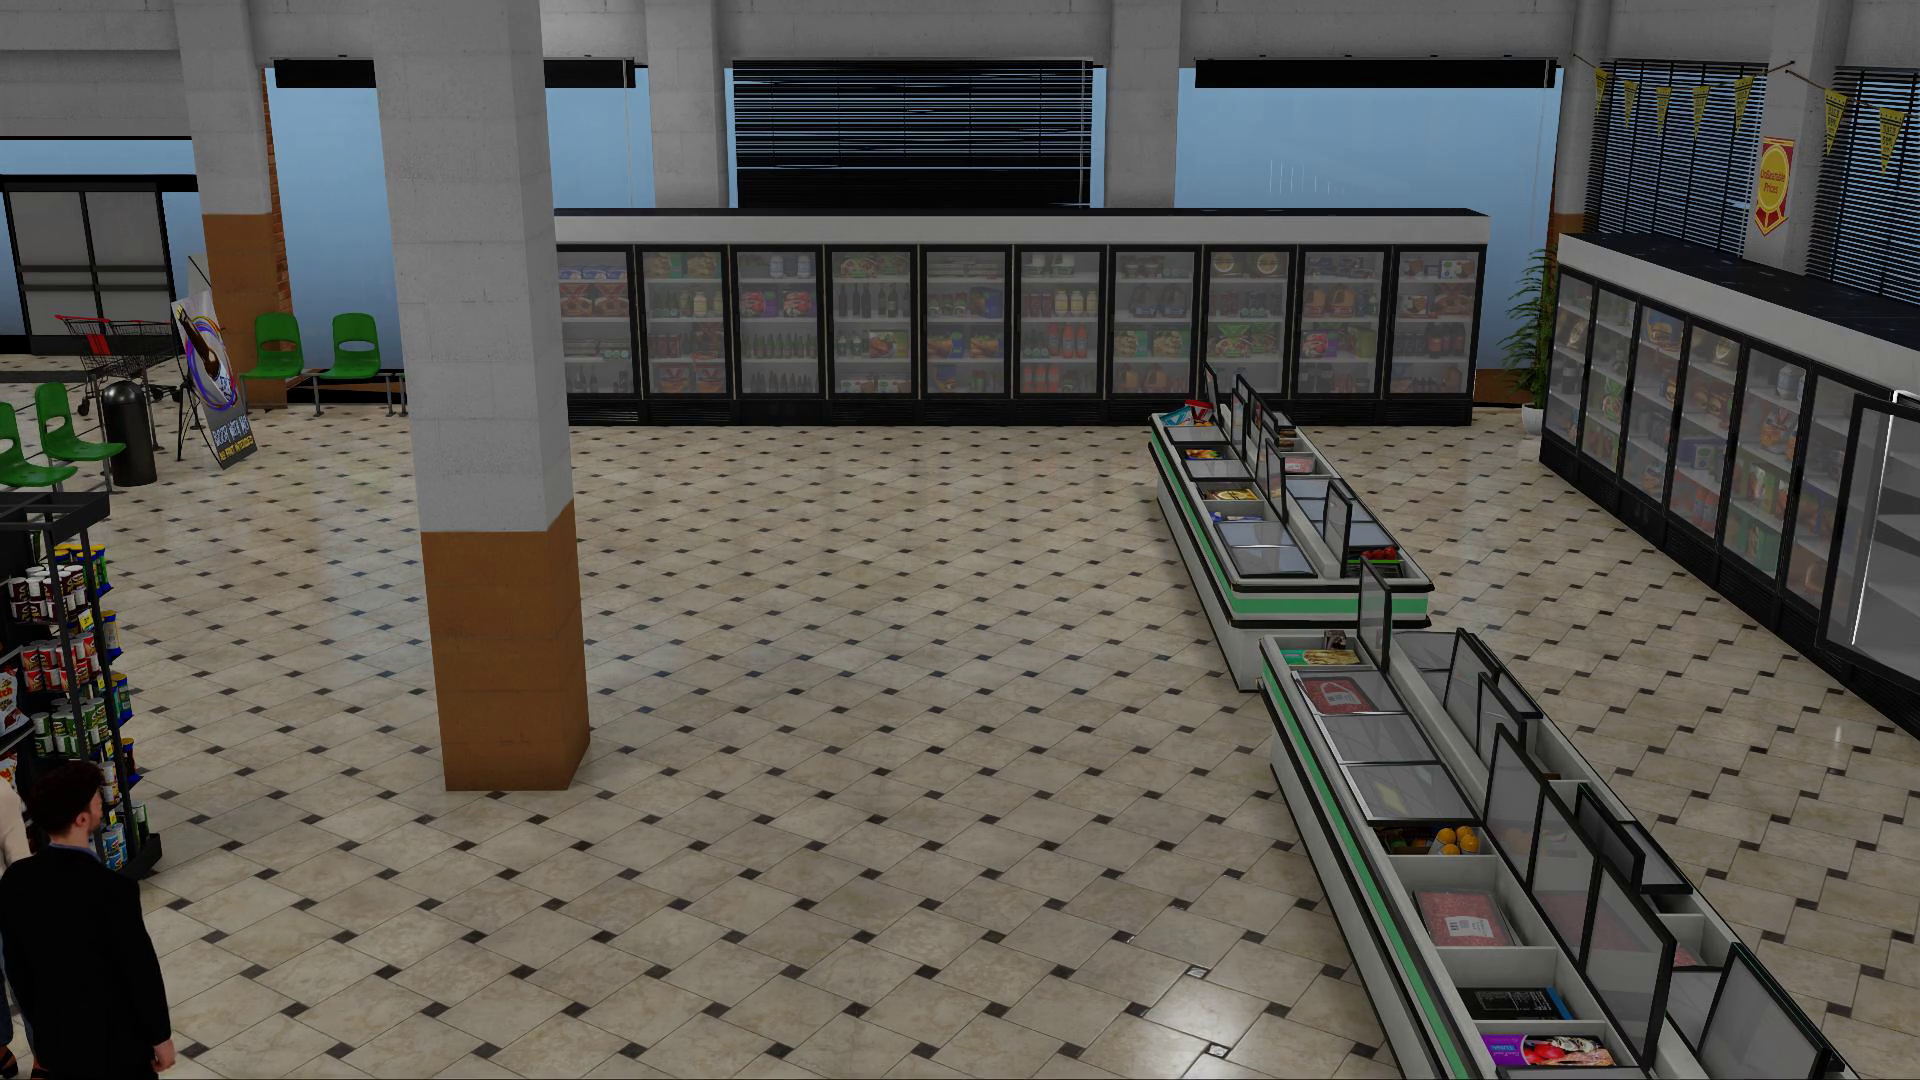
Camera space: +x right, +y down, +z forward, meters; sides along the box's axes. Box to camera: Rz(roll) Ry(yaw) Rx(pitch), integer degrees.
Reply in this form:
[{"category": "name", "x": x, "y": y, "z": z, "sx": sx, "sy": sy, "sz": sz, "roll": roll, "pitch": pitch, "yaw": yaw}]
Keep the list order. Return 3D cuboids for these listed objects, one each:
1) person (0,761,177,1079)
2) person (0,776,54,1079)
[{"category": "person", "x": -2.925, "y": 1.645, "z": 5.622, "sx": 0.745, "sy": 1.891, "sz": 0.676, "roll": 4, "pitch": 17, "yaw": 12}, {"category": "person", "x": -3.870, "y": 1.450, "z": 6.623, "sx": 0.662, "sy": 1.683, "sz": 0.613, "roll": 4, "pitch": 17, "yaw": 12}]
